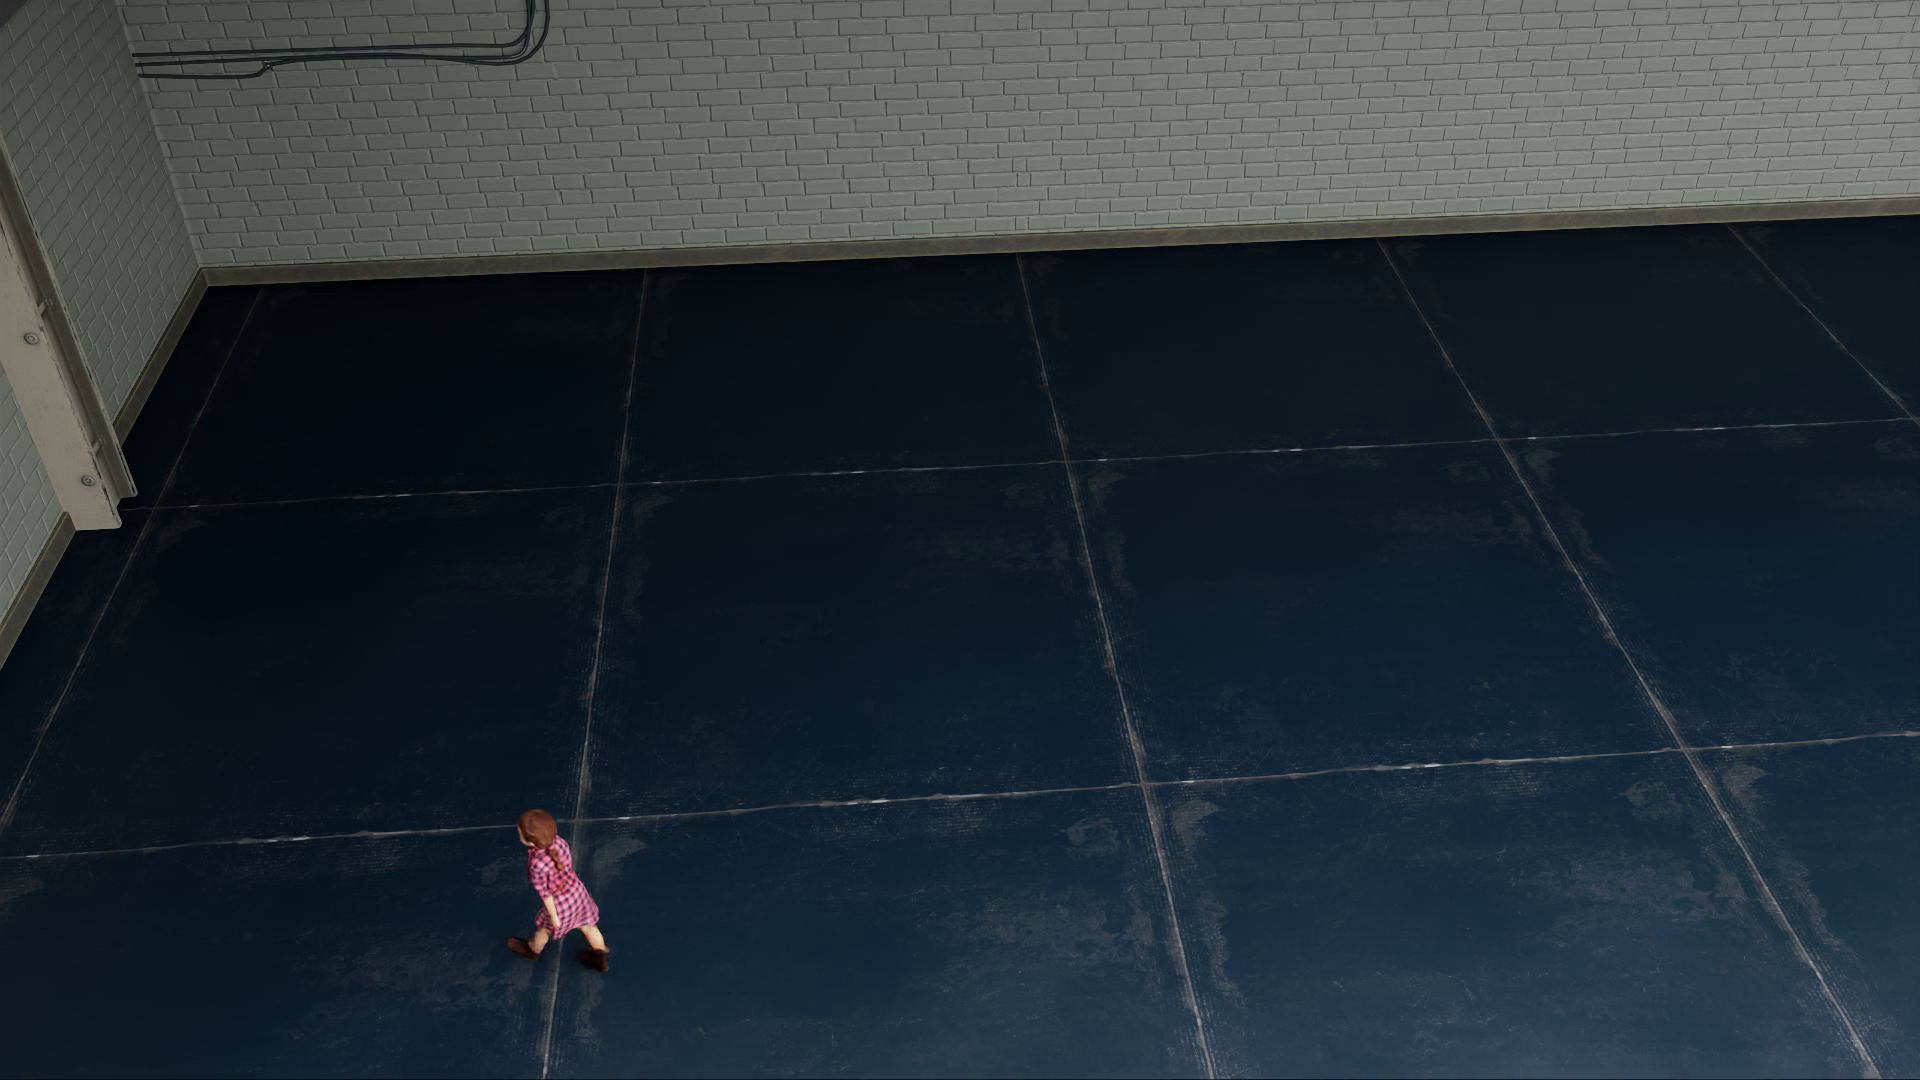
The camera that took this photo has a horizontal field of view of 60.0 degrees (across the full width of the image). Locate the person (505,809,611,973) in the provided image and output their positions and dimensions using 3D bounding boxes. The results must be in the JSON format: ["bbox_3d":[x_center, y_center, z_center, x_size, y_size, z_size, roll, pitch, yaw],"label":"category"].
[{"bbox_3d":[-1.811,1.654,7.661,0.658,0.994,0.715,11,39,14],"label":"person"}]
